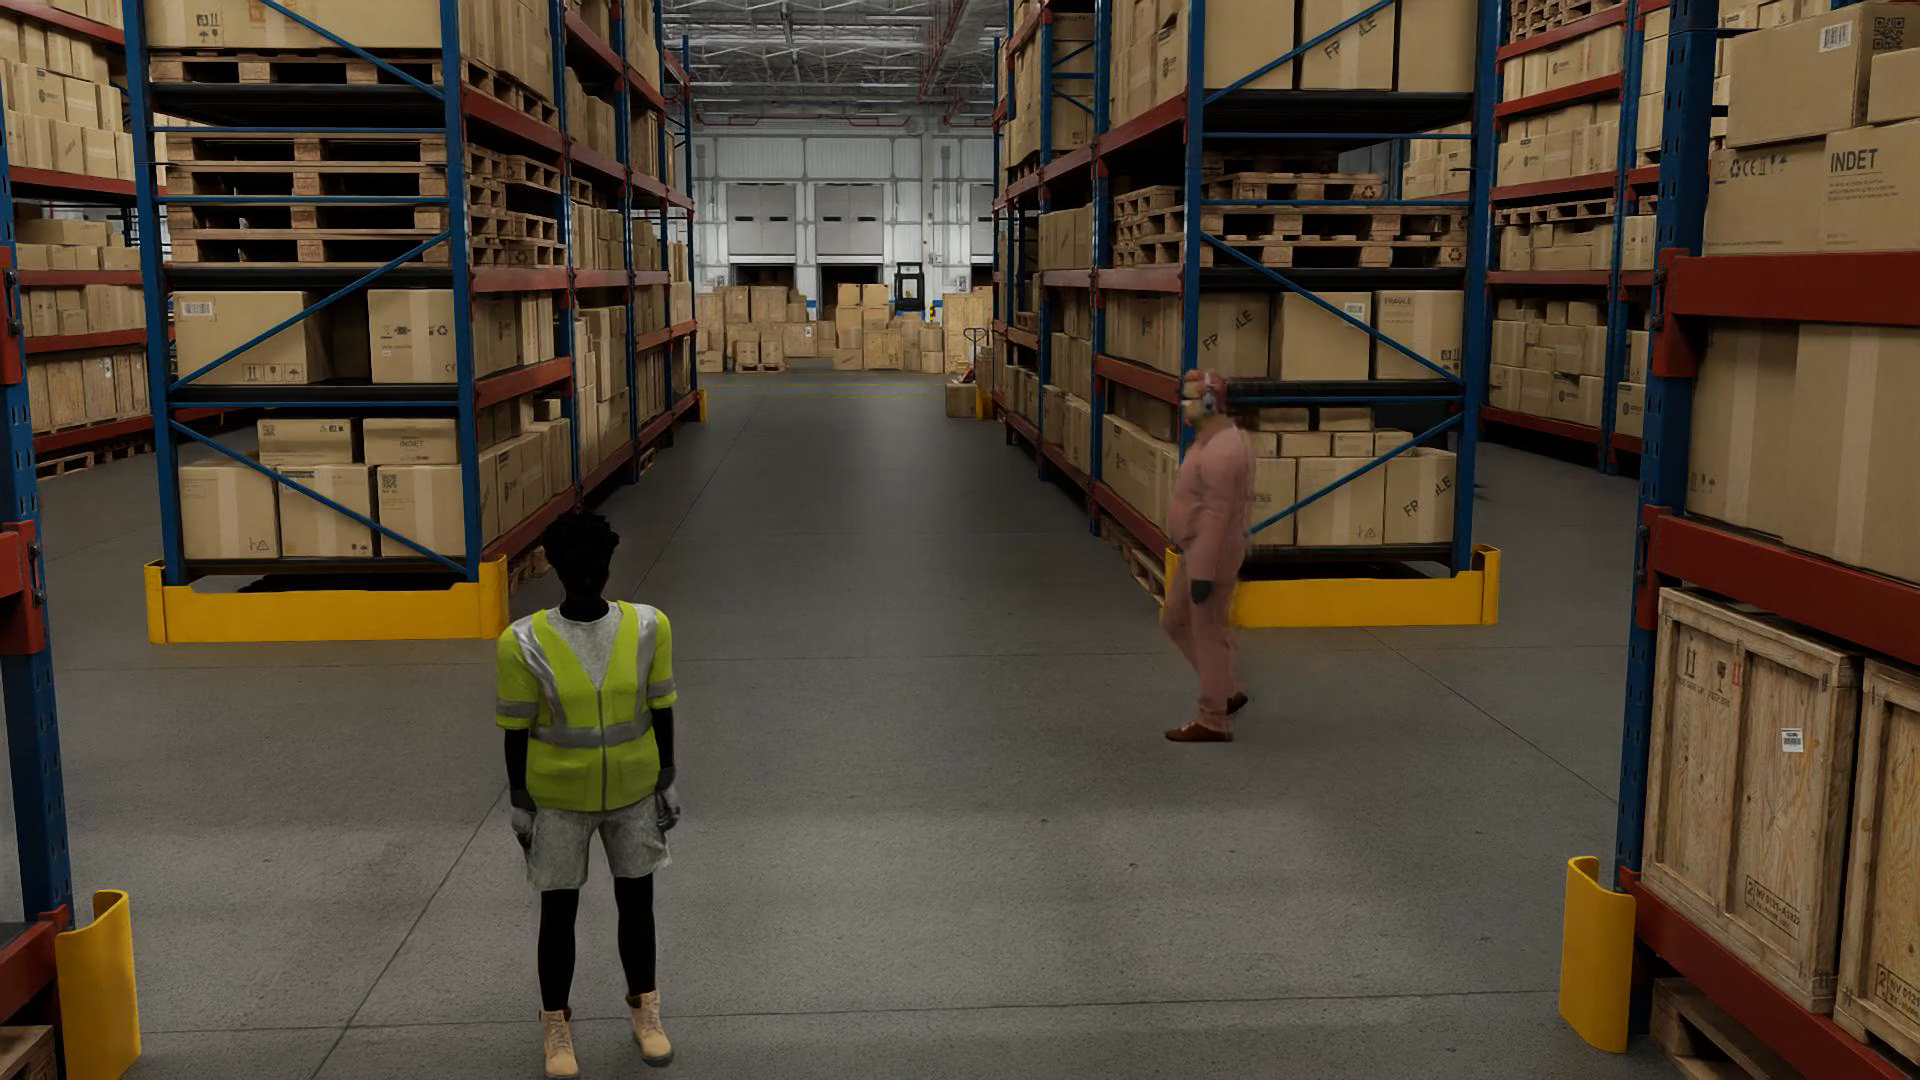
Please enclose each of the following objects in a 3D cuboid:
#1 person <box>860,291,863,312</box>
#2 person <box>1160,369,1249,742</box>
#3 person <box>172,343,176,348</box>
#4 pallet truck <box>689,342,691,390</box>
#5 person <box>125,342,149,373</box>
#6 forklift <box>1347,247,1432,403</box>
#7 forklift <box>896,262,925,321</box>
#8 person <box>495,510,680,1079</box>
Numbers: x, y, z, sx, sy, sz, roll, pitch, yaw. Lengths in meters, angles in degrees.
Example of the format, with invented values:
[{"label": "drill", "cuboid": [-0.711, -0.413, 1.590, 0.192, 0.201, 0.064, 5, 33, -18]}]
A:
[{"label": "person", "cuboid": [-3.285, -7.329, 55.101, 0.955, 1.835, 0.610, -6, 11, -34]}, {"label": "person", "cuboid": [1.213, 0.090, 8.345, 0.427, 1.891, 0.675, 1, 9, 4]}, {"label": "person", "cuboid": [-24.793, -6.990, 53.079, 0.892, 1.803, 0.626, 4, 10, 23]}, {"label": "pallet truck", "cuboid": [-5.225, -3.008, 27.480, 1.885, 1.965, 0.823, 2, 9, 14]}, {"label": "person", "cuboid": [-17.721, -4.324, 35.839, 0.613, 1.963, 0.362, 1, 9, 5]}, {"label": "forklift", "cuboid": [5.076, -2.165, 19.423, 1.129, 2.768, 1.873, -1, 9, -4]}, {"label": "forklift", "cuboid": [-1.795, -8.581, 59.711, 1.129, 2.768, 1.873, -1, 9, -4]}, {"label": "person", "cuboid": [-1.082, 0.745, 4.889, 0.530, 1.690, 0.319, -4, 10, -25]}]
